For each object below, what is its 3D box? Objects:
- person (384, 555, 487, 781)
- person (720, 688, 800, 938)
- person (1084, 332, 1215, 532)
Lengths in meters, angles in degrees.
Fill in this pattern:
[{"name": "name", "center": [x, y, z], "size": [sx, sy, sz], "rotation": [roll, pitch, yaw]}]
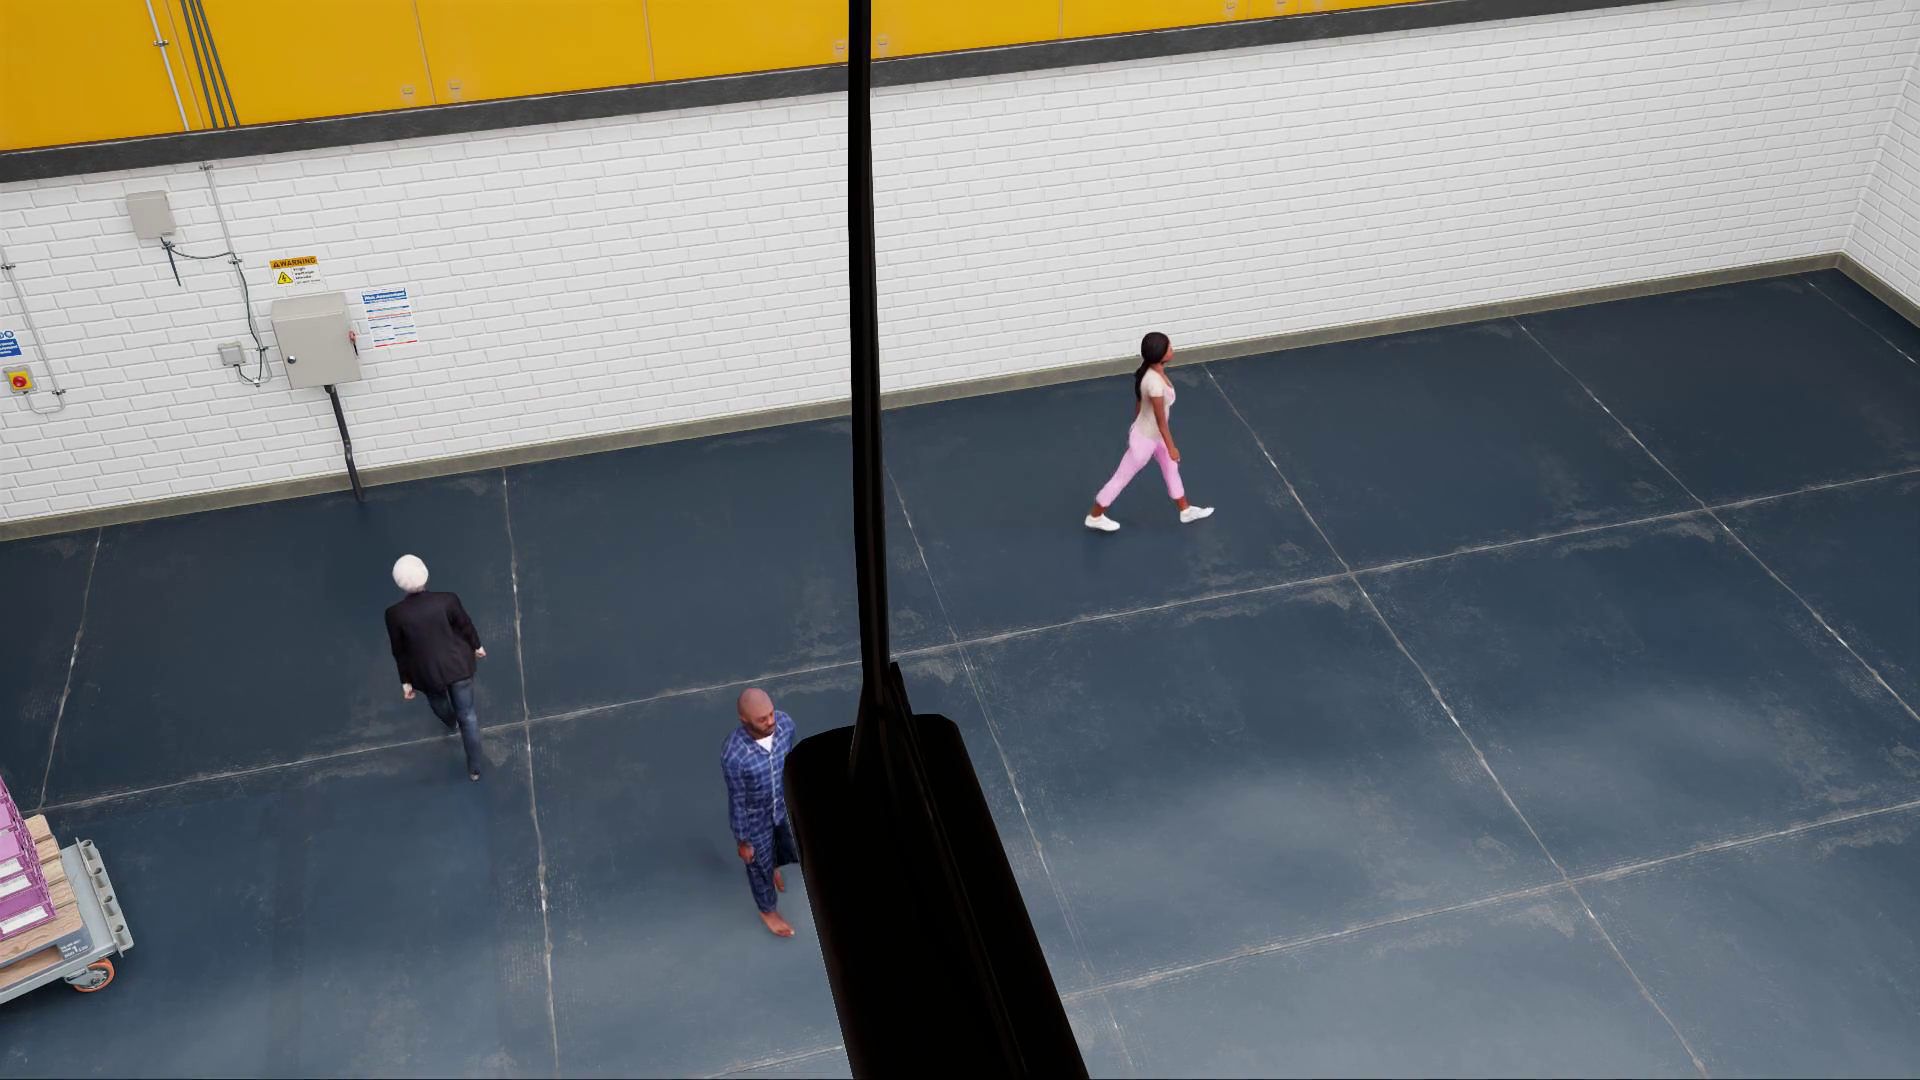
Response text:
[{"name": "person", "center": [-3.156, 0.862, 10.307], "size": [0.751, 1.747, 0.991], "rotation": [-10, 40, -12]}, {"name": "person", "center": [-1.156, 1.460, 9.259], "size": [0.830, 1.810, 0.891], "rotation": [-31, 48, -33]}, {"name": "person", "center": [1.267, -0.717, 12.088], "size": [0.916, 1.681, 1.203], "rotation": [2, 39, 3]}]
